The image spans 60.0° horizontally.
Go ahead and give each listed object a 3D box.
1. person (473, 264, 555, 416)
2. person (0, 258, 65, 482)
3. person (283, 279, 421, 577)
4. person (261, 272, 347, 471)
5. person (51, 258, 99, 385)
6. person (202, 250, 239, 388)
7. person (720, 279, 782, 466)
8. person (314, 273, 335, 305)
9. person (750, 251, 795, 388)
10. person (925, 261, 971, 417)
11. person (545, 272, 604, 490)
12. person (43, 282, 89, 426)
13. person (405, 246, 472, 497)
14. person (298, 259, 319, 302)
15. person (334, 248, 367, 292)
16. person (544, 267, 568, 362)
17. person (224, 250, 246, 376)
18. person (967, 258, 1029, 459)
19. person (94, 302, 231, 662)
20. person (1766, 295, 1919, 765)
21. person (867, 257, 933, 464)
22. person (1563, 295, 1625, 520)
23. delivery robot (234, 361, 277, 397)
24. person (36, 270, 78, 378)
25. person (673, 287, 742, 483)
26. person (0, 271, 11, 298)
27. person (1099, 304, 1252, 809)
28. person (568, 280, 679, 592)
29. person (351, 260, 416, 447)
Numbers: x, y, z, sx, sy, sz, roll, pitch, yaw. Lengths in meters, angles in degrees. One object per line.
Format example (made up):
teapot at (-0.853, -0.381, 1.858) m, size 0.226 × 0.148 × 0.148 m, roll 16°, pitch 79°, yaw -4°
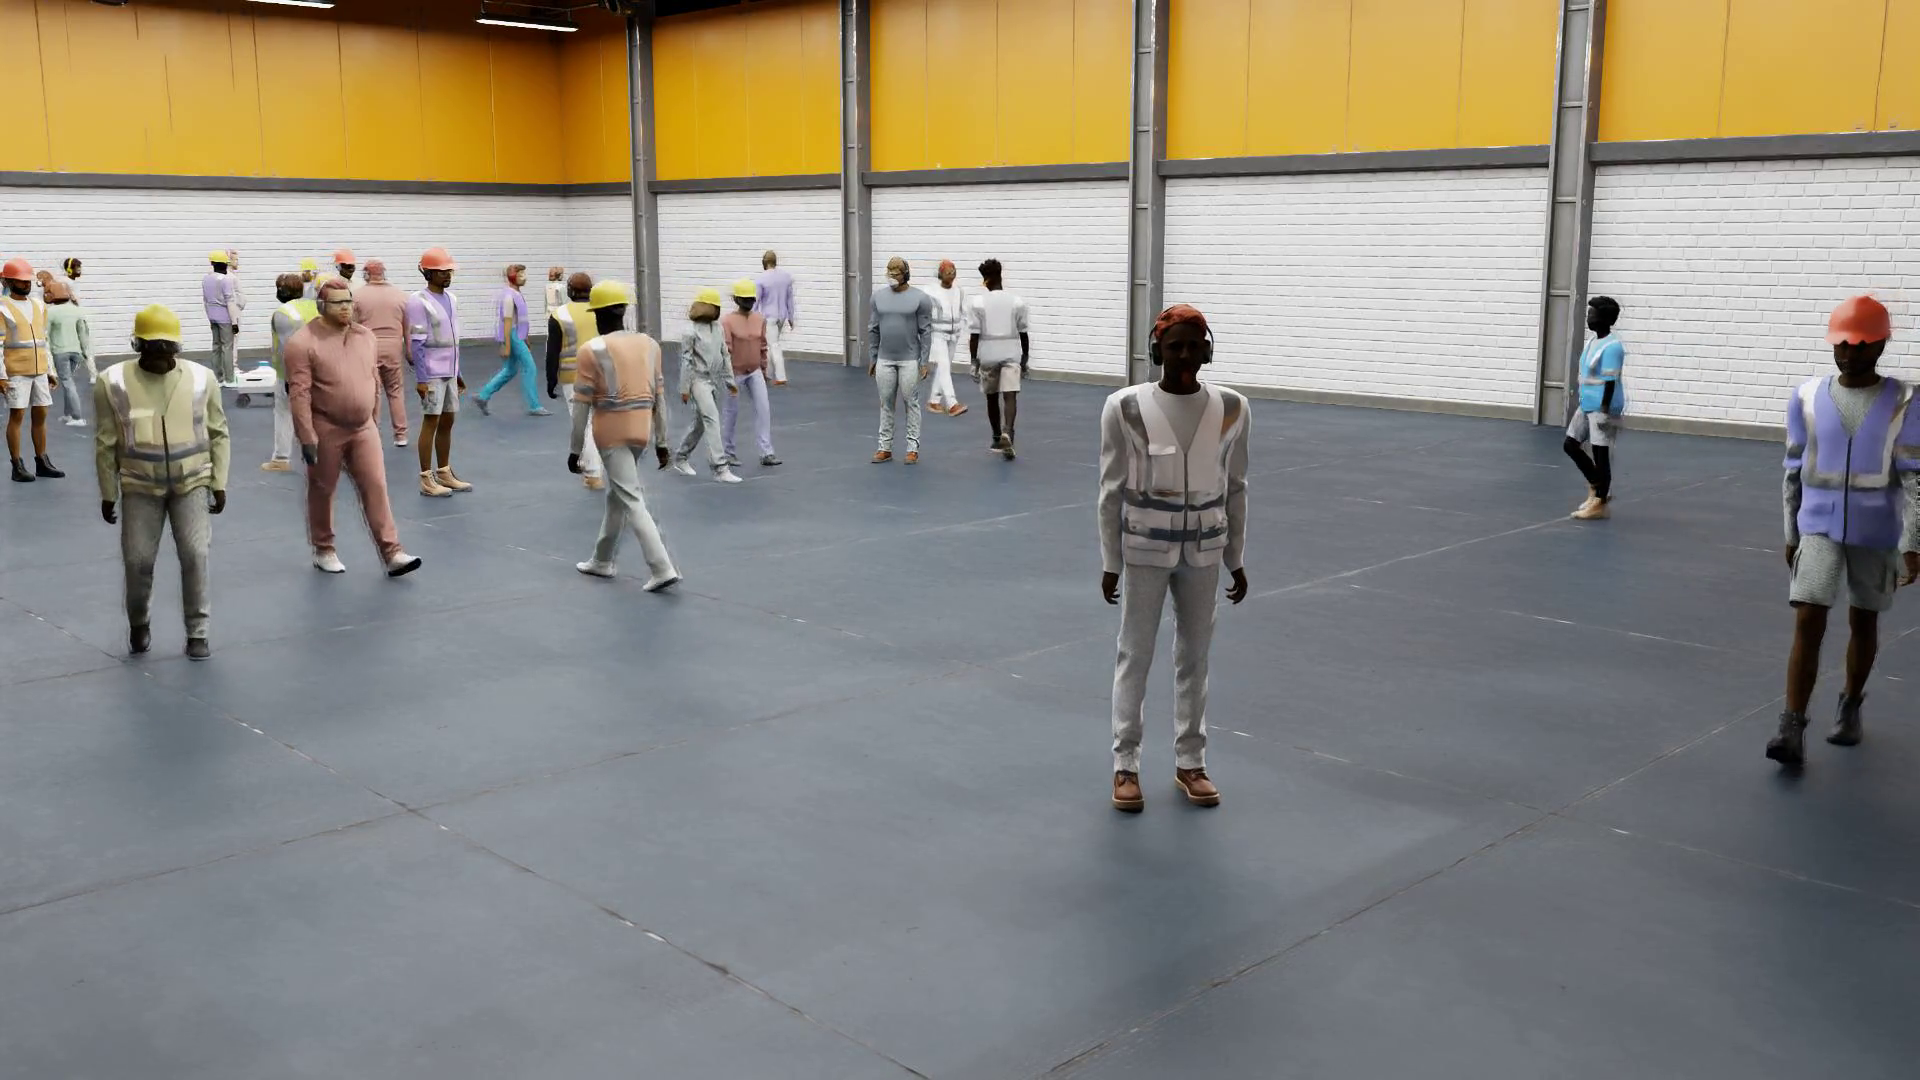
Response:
person at (-5.309, -2.351, 19.614) m, size 0.887 × 1.808 × 0.566 m, roll -2°, pitch 11°, yaw -10°
person at (-8.128, -1.479, 14.494) m, size 0.362 × 1.934 × 0.551 m, roll 5°, pitch 11°, yaw 23°
person at (-3.794, -0.673, 10.304) m, size 0.986 × 1.852 × 0.664 m, roll 9°, pitch 13°, yaw 39°
person at (-5.899, -1.508, 15.023) m, size 0.909 × 1.814 × 0.640 m, roll 3°, pitch 11°, yaw 15°
person at (-12.758, -3.119, 23.770) m, size 0.951 × 1.827 × 0.501 m, roll -5°, pitch 12°, yaw -27°
person at (-10.323, -3.087, 23.299) m, size 0.603 × 1.926 × 0.378 m, roll 6°, pitch 12°, yaw 29°
person at (-1.930, -1.516, 15.240) m, size 0.574 × 1.726 × 0.797 m, roll -8°, pitch 13°, yaw -39°
person at (-6.936, -2.059, 18.235) m, size 0.890 × 1.724 × 0.534 m, roll 5°, pitch 11°, yaw 25°
person at (-2.739, -3.118, 23.511) m, size 0.928 × 1.901 × 0.661 m, roll 10°, pitch 14°, yaw 44°
person at (-0.155, -2.384, 19.741) m, size 0.585 × 1.833 × 0.980 m, roll -7°, pitch 13°, yaw -35°
person at (-3.232, -1.362, 14.177) m, size 0.639 × 1.808 × 0.899 m, roll -7°, pitch 12°, yaw -32°
person at (-10.098, -2.080, 18.649) m, size 0.678 × 1.609 × 0.538 m, roll 4°, pitch 11°, yaw 22°
person at (-4.251, -1.379, 13.658) m, size 0.393 × 2.041 × 0.614 m, roll 3°, pitch 11°, yaw 15°
person at (-9.734, -3.329, 25.033) m, size 0.587 × 1.771 × 0.967 m, roll 9°, pitch 14°, yaw 41°
person at (-7.178, -2.438, 19.593) m, size 0.442 × 1.979 × 0.654 m, roll 8°, pitch 13°, yaw 39°
person at (-6.352, -3.478, 26.216) m, size 0.515 × 1.636 × 0.315 m, roll 8°, pitch 13°, yaw 37°
person at (-10.996, -3.418, 25.154) m, size 0.402 × 1.904 × 0.652 m, roll -6°, pitch 12°, yaw -29°
person at (0.375, -1.753, 16.054) m, size 0.603 × 1.922 × 0.936 m, roll 0°, pitch 10°, yaw -2°
person at (-4.007, -0.294, 8.398) m, size 0.615 × 1.815 × 0.555 m, roll -6°, pitch 12°, yaw -29°
person at (3.572, -0.029, 6.703) m, size 0.565 × 1.882 × 0.978 m, roll 8°, pitch 13°, yaw 36°
person at (-0.568, -1.670, 15.548) m, size 0.627 × 1.934 × 0.370 m, roll 3°, pitch 11°, yaw 17°
person at (4.758, -0.982, 12.439) m, size 0.366 × 1.685 × 0.551 m, roll 0°, pitch 10°, yaw 0°
delivery robot at (-8.679, -1.988, 20.783) m, size 0.707 × 0.478 × 0.477 m, roll -4°, pitch 11°, yaw -19°
person at (-13.577, -3.224, 24.884) m, size 0.506 × 1.620 × 0.401 m, roll 7°, pitch 13°, yaw 35°
person at (-2.255, -1.367, 14.573) m, size 0.883 × 1.687 × 0.479 m, roll 6°, pitch 12°, yaw 28°
person at (-14.535, -3.360, 25.677) m, size 0.525 × 1.602 × 0.757 m, roll 4°, pitch 11°, yaw 20°
person at (0.798, 0.069, 6.204) m, size 0.574 × 1.882 × 0.358 m, roll -2°, pitch 11°, yaw -8°
person at (-2.043, -0.630, 10.070) m, size 1.018 × 1.874 × 0.598 m, roll 8°, pitch 13°, yaw 37°
person at (-5.784, -1.848, 16.650) m, size 0.709 × 1.890 × 0.475 m, roll -8°, pitch 13°, yaw -37°
